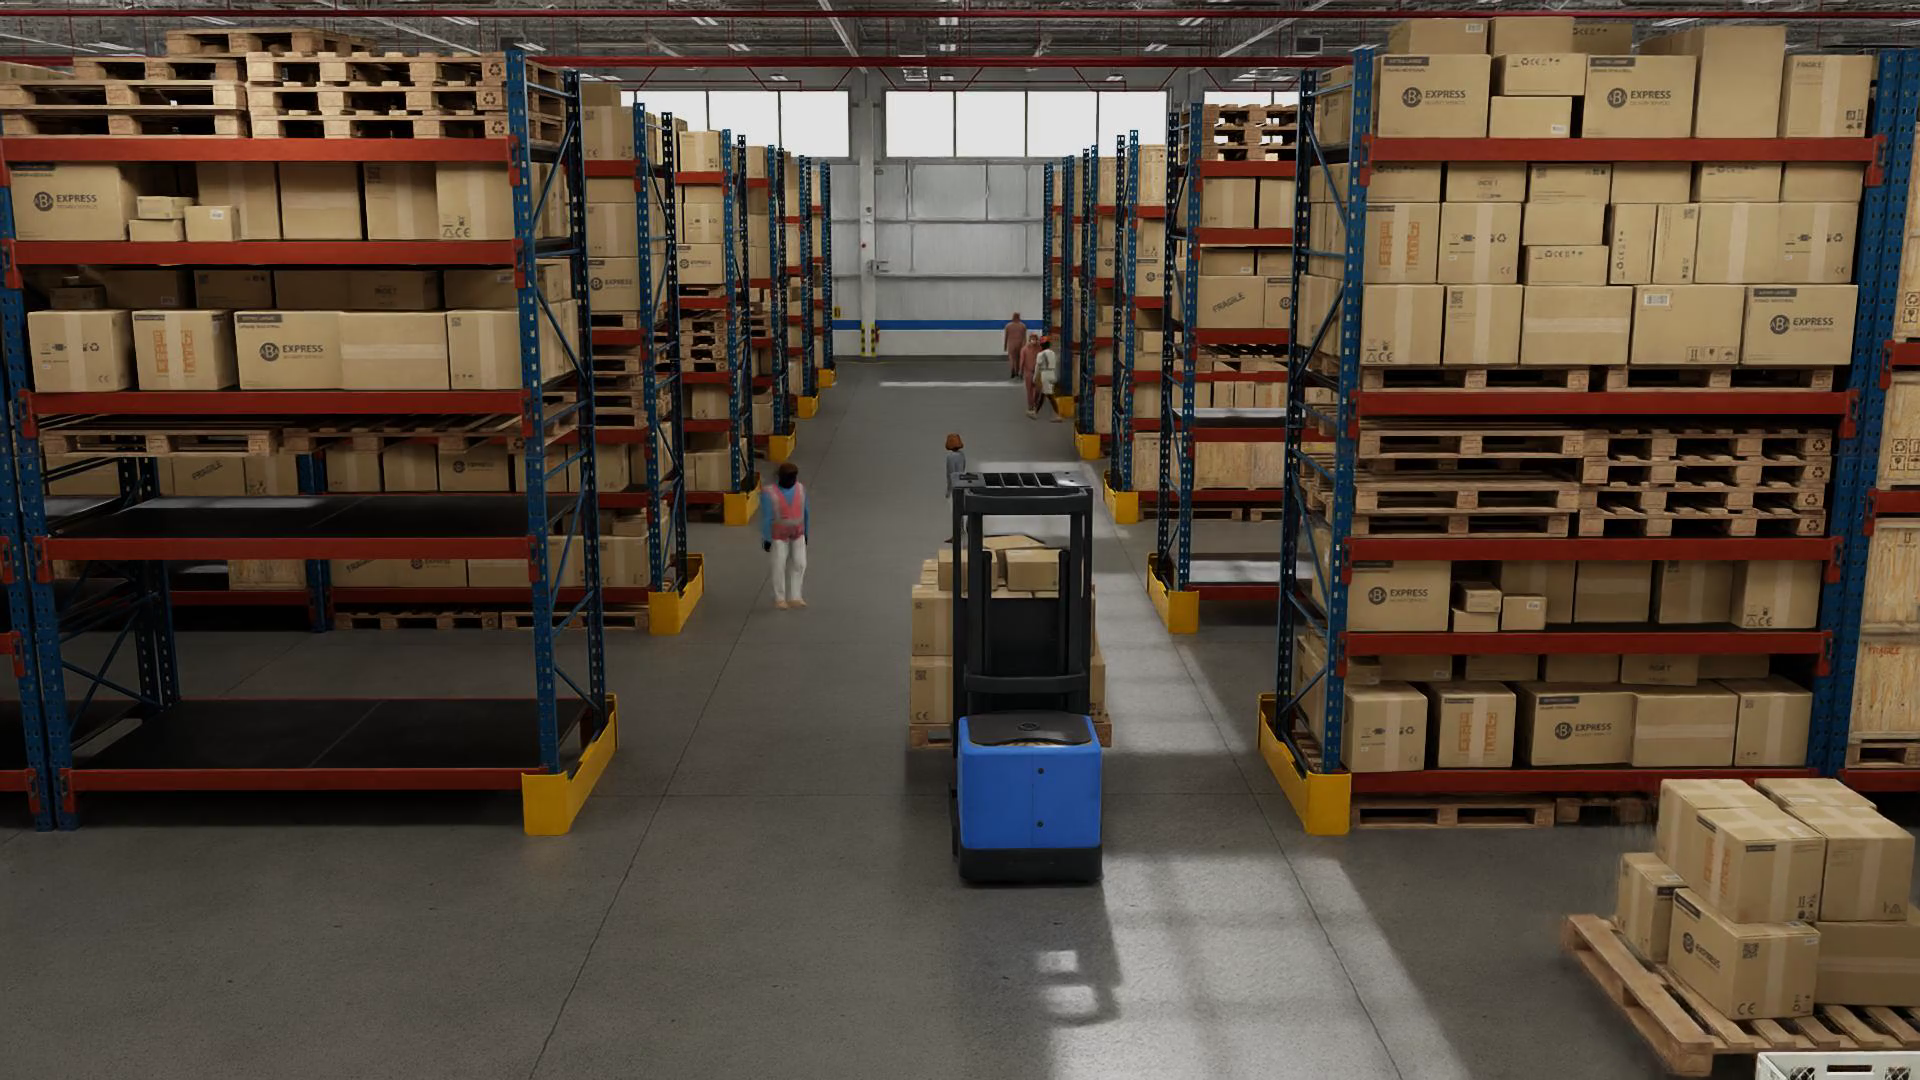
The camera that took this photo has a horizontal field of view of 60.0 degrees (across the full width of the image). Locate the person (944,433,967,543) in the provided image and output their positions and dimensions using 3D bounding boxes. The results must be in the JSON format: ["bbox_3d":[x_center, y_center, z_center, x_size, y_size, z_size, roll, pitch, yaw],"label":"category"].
[{"bbox_3d":[-0.070,-0.762,24.580,0.283,1.633,0.501,5,13,25],"label":"person"}]

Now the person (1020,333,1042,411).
[{"bbox_3d":[1.790,-4.073,40.344,0.685,1.888,0.426,-1,11,-4],"label":"person"}]

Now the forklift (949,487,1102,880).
[{"bbox_3d":[0.495,0.986,12.813,1.129,2.768,1.873,0,11,-2],"label":"forklift"}]

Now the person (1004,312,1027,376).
[{"bbox_3d":[1.616,-5.676,48.313,0.651,1.880,0.765,0,11,-1],"label":"person"}]

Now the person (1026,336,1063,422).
[{"bbox_3d":[1.982,-3.710,38.370,1.076,1.970,0.629,9,14,37],"label":"person"}]

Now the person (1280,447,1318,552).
[{"bbox_3d":[4.574,-0.351,22.194,0.948,1.780,0.612,-1,11,-6],"label":"person"}]

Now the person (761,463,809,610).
[{"bbox_3d":[-2.136,-0.033,20.496,0.688,1.824,0.542,-6,13,-29],"label":"person"}]
